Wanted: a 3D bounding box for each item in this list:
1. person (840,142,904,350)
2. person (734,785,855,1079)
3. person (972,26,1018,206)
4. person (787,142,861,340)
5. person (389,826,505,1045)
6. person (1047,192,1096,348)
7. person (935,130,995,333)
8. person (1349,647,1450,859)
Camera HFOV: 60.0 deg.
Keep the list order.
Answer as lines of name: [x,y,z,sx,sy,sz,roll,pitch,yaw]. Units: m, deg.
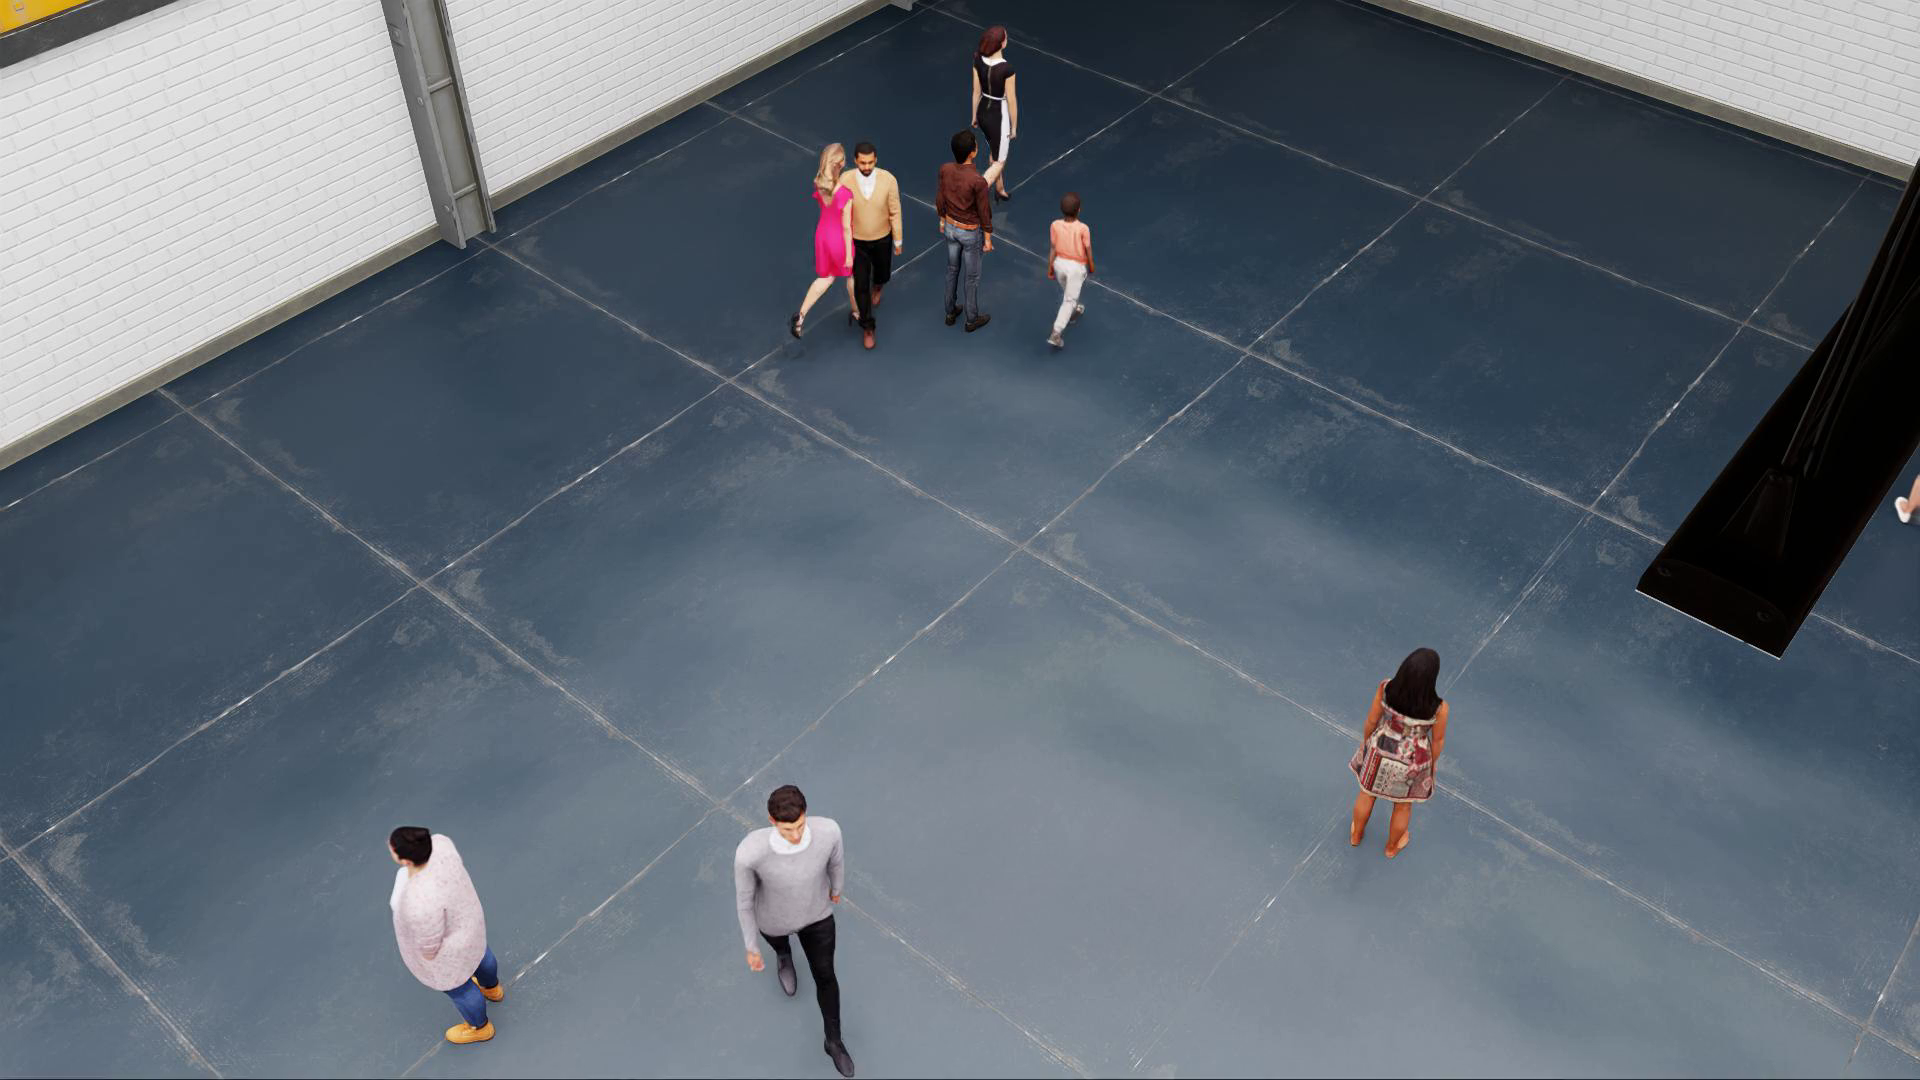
person: [-0.727,-2.460,13.328,1.095,1.731,1.157,-4,44,-4]
person: [-0.900,1.865,8.689,1.275,1.867,1.237,-11,45,-11]
person: [0.255,-3.575,14.465,0.636,1.776,1.053,27,50,25]
person: [-1.075,-2.315,13.202,0.632,1.695,1.017,34,53,30]
person: [-2.664,2.012,8.626,0.860,1.742,0.768,3,44,3]
person: [0.856,-2.154,13.320,0.598,1.298,0.944,23,48,22]
person: [0.028,-2.468,13.301,0.668,1.780,0.539,25,49,24]
person: [2.507,1.215,9.533,0.696,1.644,0.609,19,47,19]
